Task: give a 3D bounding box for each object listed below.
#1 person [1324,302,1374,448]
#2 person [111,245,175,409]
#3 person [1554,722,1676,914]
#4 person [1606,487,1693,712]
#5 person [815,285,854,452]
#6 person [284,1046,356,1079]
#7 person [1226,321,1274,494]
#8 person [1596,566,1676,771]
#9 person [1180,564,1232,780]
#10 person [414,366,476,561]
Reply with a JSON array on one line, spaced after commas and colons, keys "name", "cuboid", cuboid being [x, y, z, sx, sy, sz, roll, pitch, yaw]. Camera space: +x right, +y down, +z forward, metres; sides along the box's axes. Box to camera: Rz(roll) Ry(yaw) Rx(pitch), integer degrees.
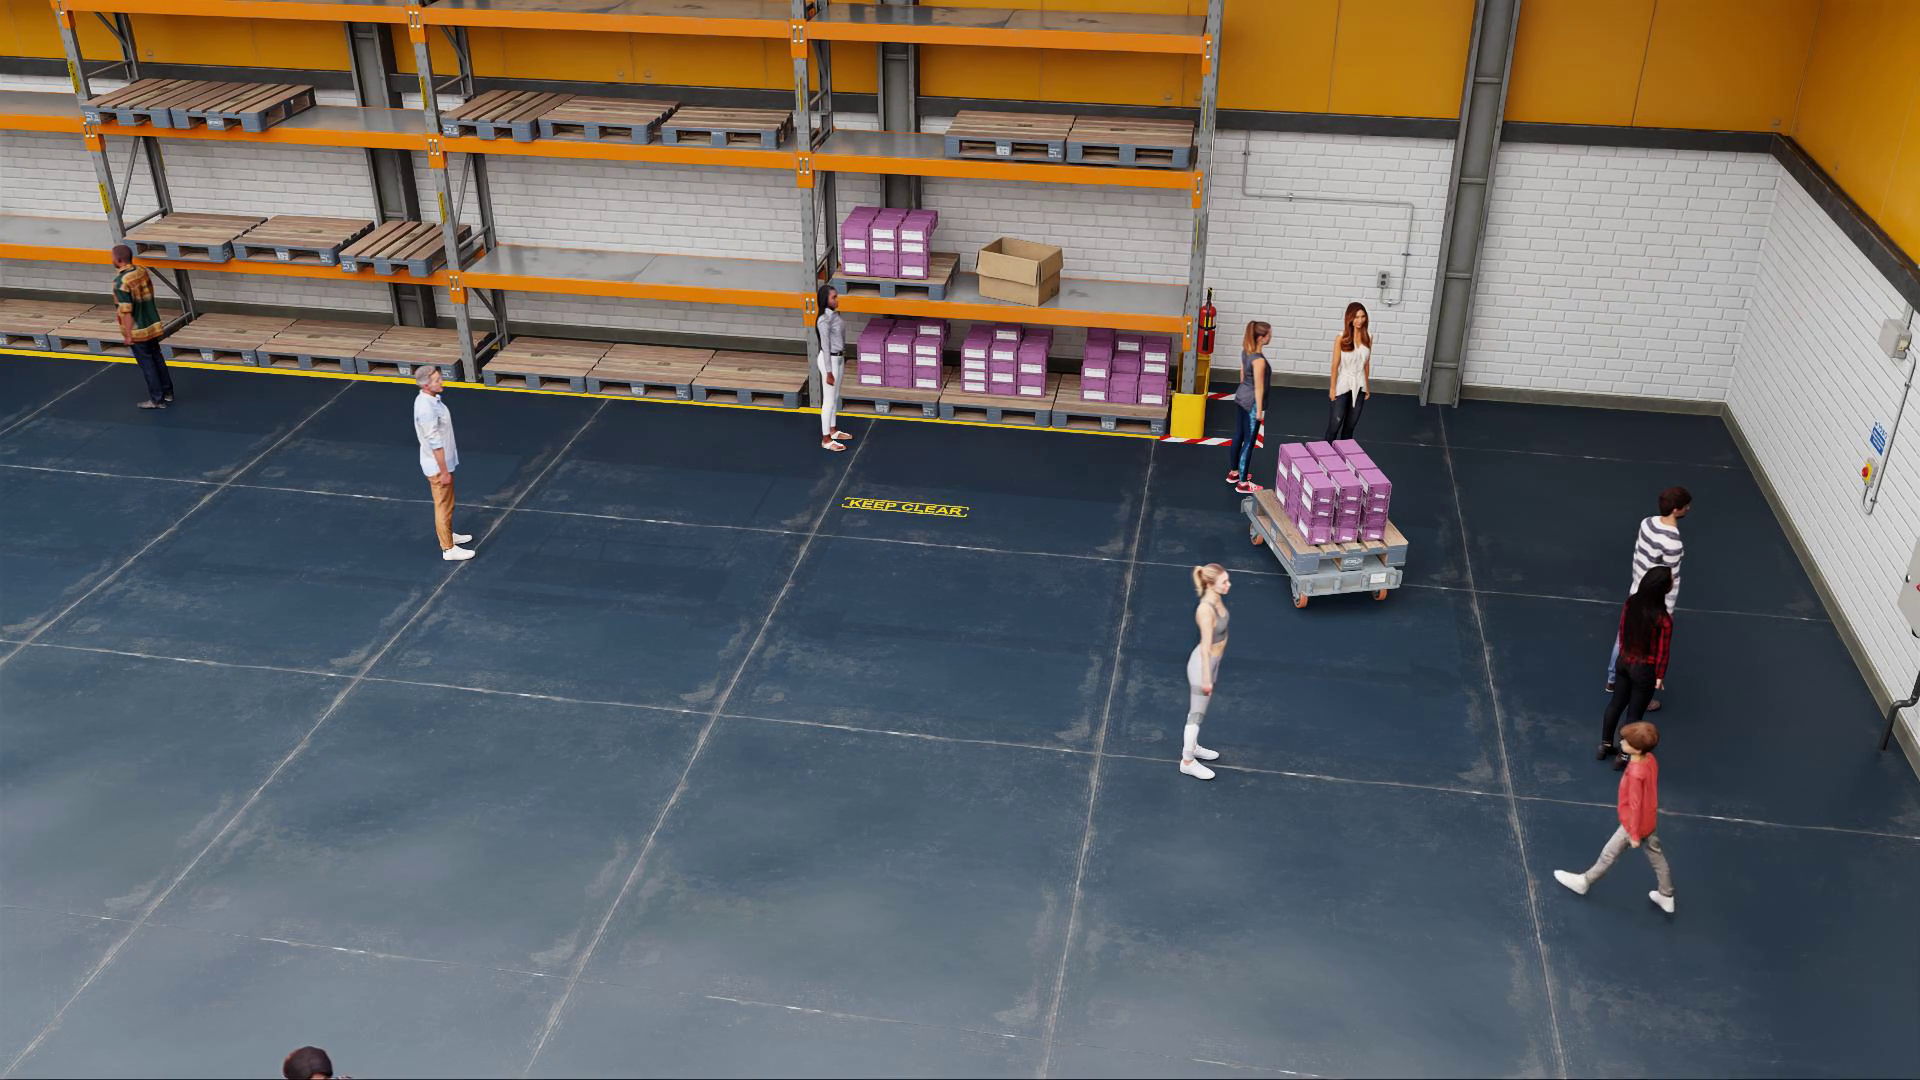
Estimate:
[{"name": "person", "cuboid": [3.804, -1.485, 16.332, 0.623, 1.785, 0.733, -10, 30, -17]}, {"name": "person", "cuboid": [-8.759, -2.291, 17.788, 0.666, 1.808, 0.708, 3, 29, 5]}, {"name": "person", "cuboid": [4.422, 1.827, 10.697, 1.060, 1.368, 0.860, 23, 36, 35]}, {"name": "person", "cuboid": [5.295, 0.428, 12.755, 0.655, 1.854, 0.714, -5, 29, -8]}, {"name": "person", "cuboid": [-1.310, -1.778, 16.933, 0.517, 1.725, 0.591, 6, 29, 10]}, {"name": "person", "cuboid": [-2.982, 3.100, 8.002, 0.679, 1.714, 0.720, -25, 37, -37]}, {"name": "person", "cuboid": [2.809, -1.304, 16.066, 0.636, 1.724, 0.633, -6, 29, -10]}, {"name": "person", "cuboid": [4.908, 0.923, 12.054, 0.688, 1.656, 0.666, -12, 31, -21]}, {"name": "person", "cuboid": [1.769, 0.918, 12.015, 0.531, 1.702, 0.586, 8, 30, 14]}, {"name": "person", "cuboid": [-4.662, -0.710, 14.869, 0.753, 1.827, 0.770, -9, 30, -16]}]
